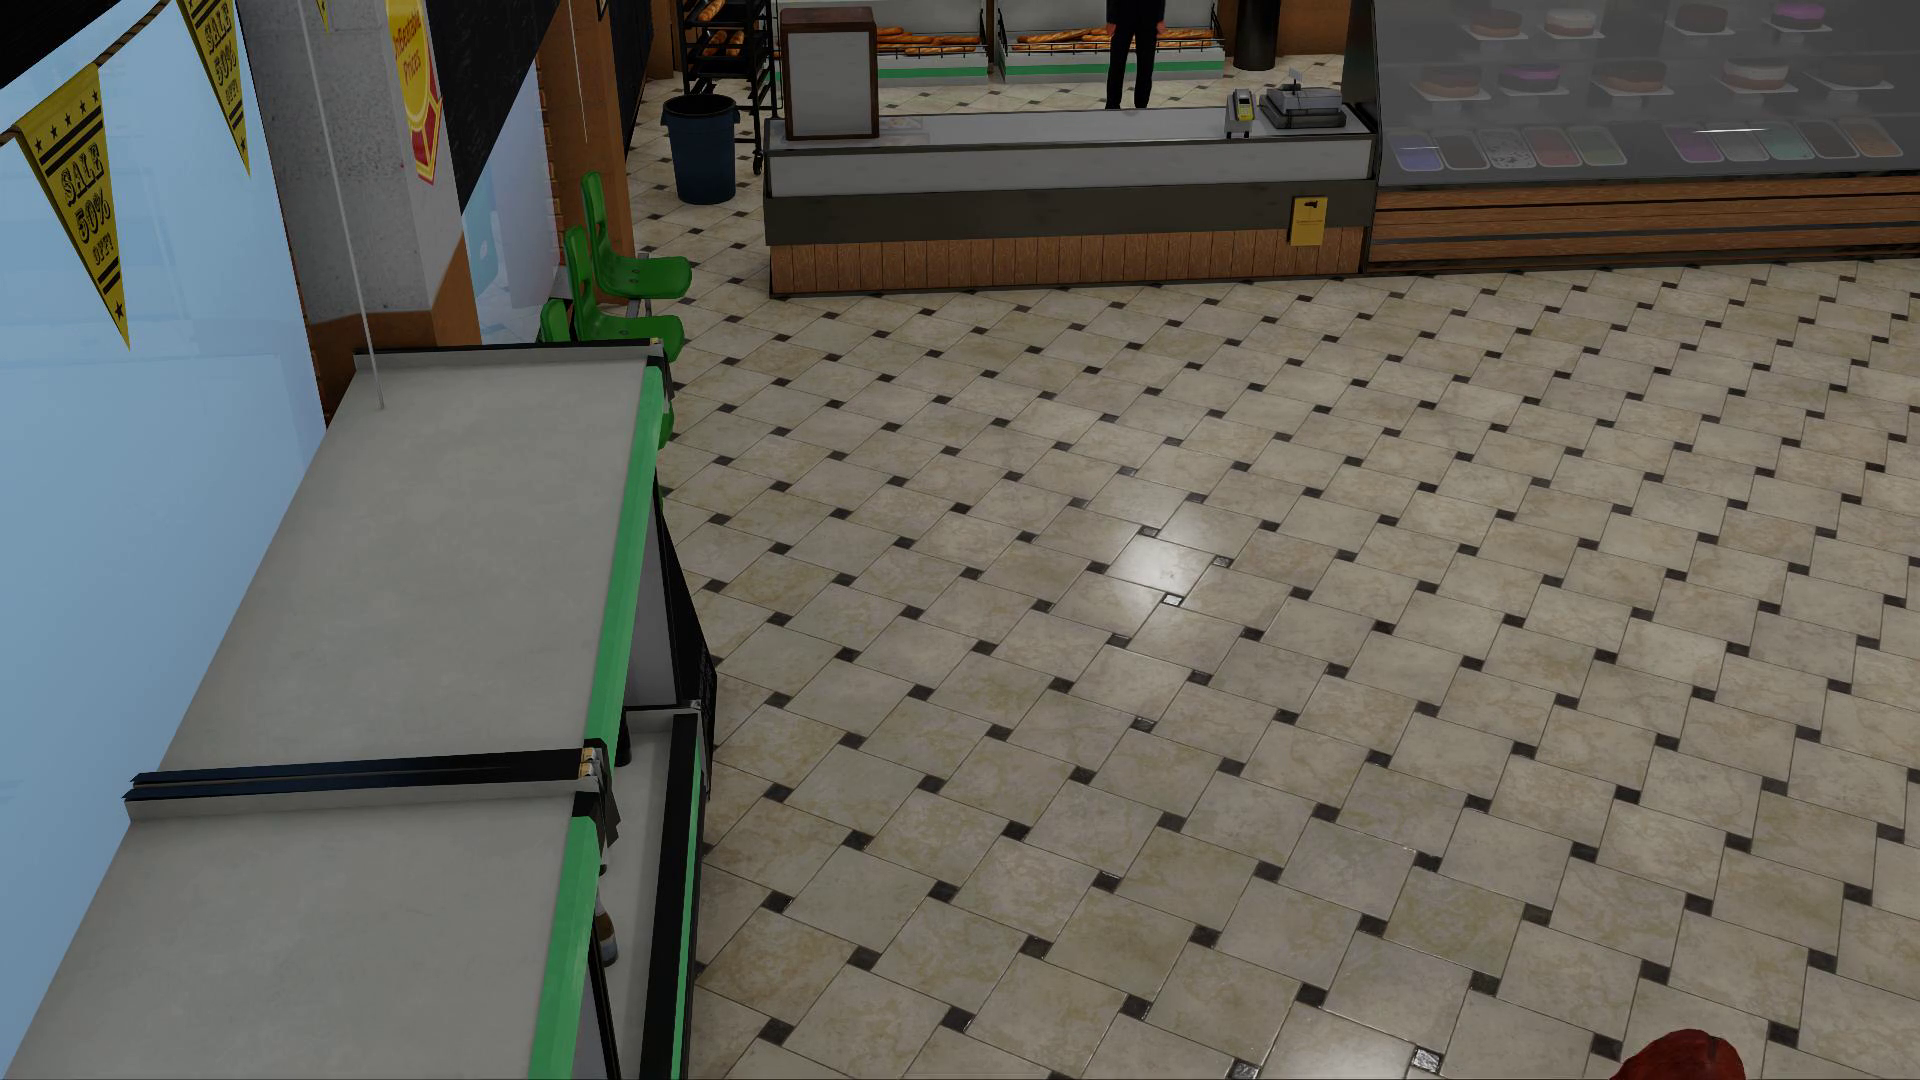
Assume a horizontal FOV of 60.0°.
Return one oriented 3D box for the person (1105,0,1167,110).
[{"bbox_3d":[1.430,-4.235,13.462,0.629,1.866,0.547,-3,32,-4],"label":"person"}]
